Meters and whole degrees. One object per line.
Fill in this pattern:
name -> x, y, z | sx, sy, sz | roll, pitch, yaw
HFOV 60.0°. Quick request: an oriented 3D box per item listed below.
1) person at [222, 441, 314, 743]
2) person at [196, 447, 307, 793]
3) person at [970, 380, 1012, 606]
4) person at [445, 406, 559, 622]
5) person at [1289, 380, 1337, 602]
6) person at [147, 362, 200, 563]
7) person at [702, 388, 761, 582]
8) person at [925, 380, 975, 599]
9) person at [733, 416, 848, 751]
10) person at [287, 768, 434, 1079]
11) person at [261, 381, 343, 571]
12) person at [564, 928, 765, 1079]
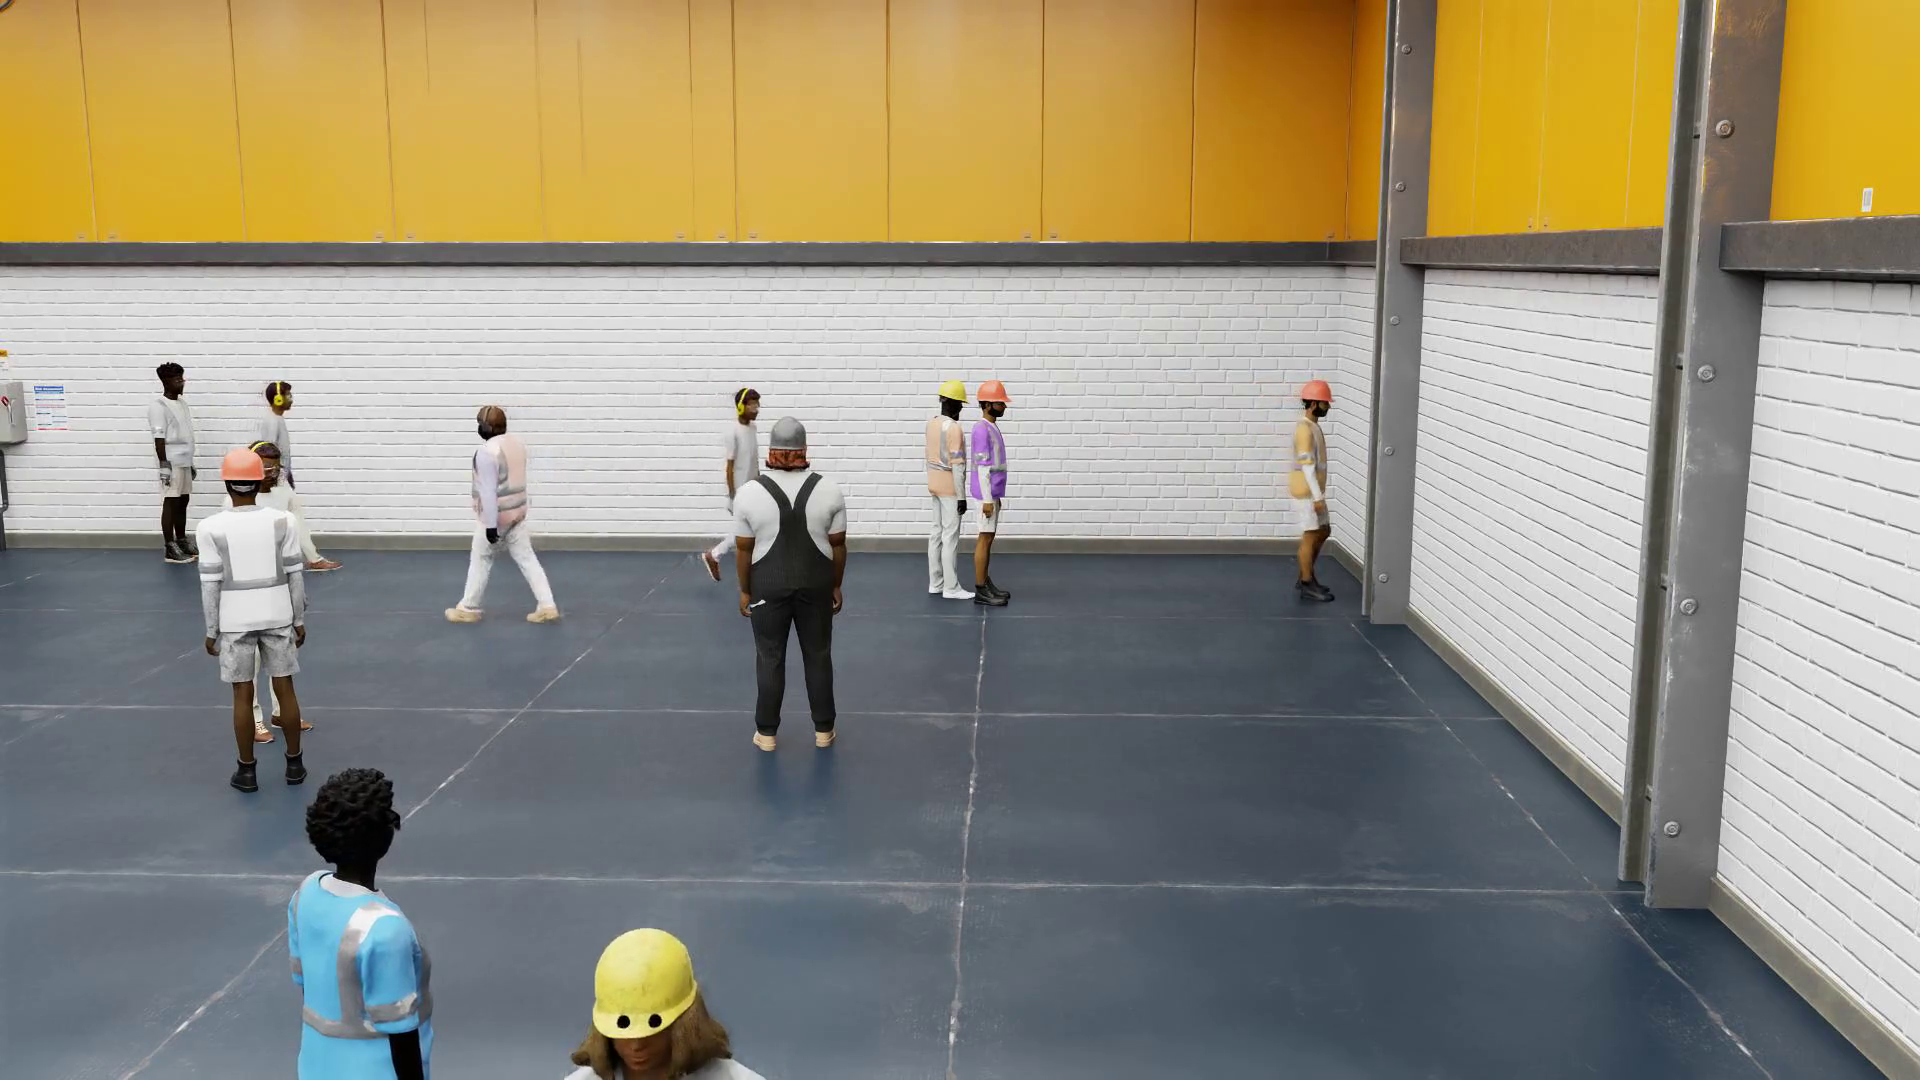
person -> -4.299, 0.310, 10.344 | 0.327, 1.865, 0.521 | 5, 11, 27
person -> -3.960, 0.445, 9.330 | 0.542, 1.939, 0.363 | -6, 11, -30
person -> 0.270, -0.407, 14.326 | 0.359, 1.938, 0.545 | 1, 10, 7
person -> -3.733, -0.200, 13.552 | 0.973, 1.794, 0.649 | 3, 10, 17
person -> 3.074, -0.423, 14.432 | 0.414, 1.932, 0.566 | 4, 10, 22
person -> -7.699, -0.765, 16.336 | 0.362, 1.965, 0.612 | 0, 10, -1
person -> -1.989, -0.440, 14.809 | 0.700, 1.845, 0.566 | 3, 10, 16
person -> -0.094, -0.440, 14.572 | 0.374, 1.920, 0.585 | -5, 11, -27
person -> -1.040, 0.258, 10.126 | 0.683, 2.000, 0.538 | -2, 10, -12
person -> -1.531, 1.418, 4.333 | 0.541, 1.700, 0.316 | 9, 13, 43
person -> -6.402, -0.589, 15.745 | 0.889, 1.825, 0.549 | -4, 10, -21
person -> -0.579, 1.584, 3.362 | 0.504, 1.691, 0.912 | 0, 10, -2
